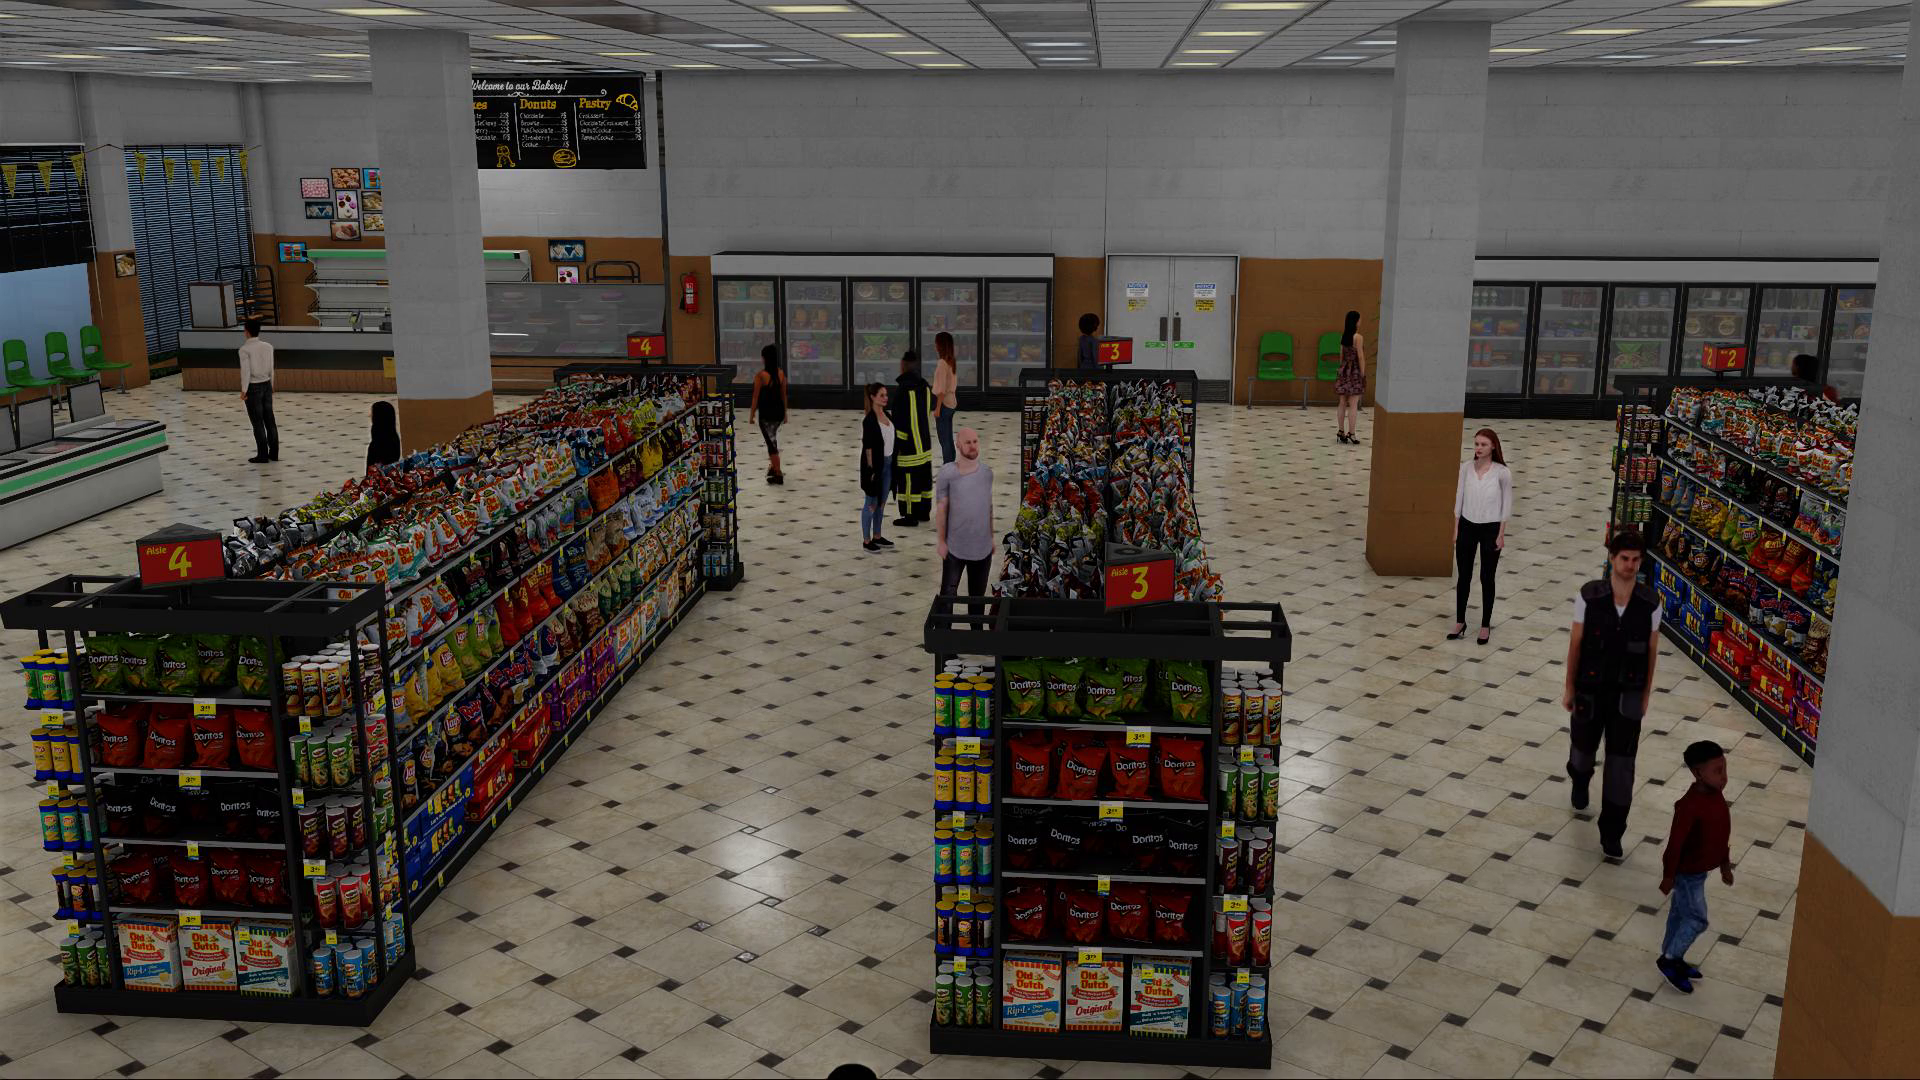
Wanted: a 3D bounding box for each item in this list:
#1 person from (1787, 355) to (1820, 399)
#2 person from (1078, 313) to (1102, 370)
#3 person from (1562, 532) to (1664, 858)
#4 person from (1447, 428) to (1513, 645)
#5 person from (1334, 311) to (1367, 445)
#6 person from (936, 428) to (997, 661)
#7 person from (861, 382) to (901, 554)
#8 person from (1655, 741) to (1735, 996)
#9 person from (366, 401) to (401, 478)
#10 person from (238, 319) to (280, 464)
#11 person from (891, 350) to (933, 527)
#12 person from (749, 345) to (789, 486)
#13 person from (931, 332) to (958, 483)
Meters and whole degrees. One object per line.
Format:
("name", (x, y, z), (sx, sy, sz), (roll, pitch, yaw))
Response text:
("person", (9.136, -1.170, 18.201), (0.702, 1.729, 0.736), (-8, 16, -31))
("person", (1.750, -2.215, 22.549), (0.720, 1.710, 0.629), (-8, 16, -29))
("person", (3.755, 0.851, 9.681), (0.836, 1.818, 1.198), (5, 14, 18))
("person", (4.207, -0.033, 13.450), (0.666, 1.759, 0.669), (10, 17, 36))
("person", (5.237, -2.179, 22.262), (0.860, 1.775, 0.784), (-8, 16, -29))
("person", (0.053, 0.020, 13.063), (0.764, 1.838, 0.787), (-8, 16, -29))
("person", (-0.820, -0.728, 16.477), (0.775, 1.683, 0.653), (8, 16, 30))
("person", (3.466, 1.544, 8.036), (0.656, 1.244, 0.584), (12, 18, 41))
("person", (-5.441, -0.521, 15.769), (0.703, 1.614, 0.587), (-2, 14, -7))
("person", (-8.838, -1.884, 20.968), (0.785, 1.811, 0.621), (6, 15, 23))
("person", (-0.503, -1.085, 17.556), (0.921, 1.866, 0.802), (8, 16, 31))
("person", (-2.178, -1.464, 19.584), (0.796, 1.648, 0.734), (11, 18, 39))
("person", (-0.171, -1.580, 19.755), (0.682, 1.792, 0.514), (4, 14, 15))
